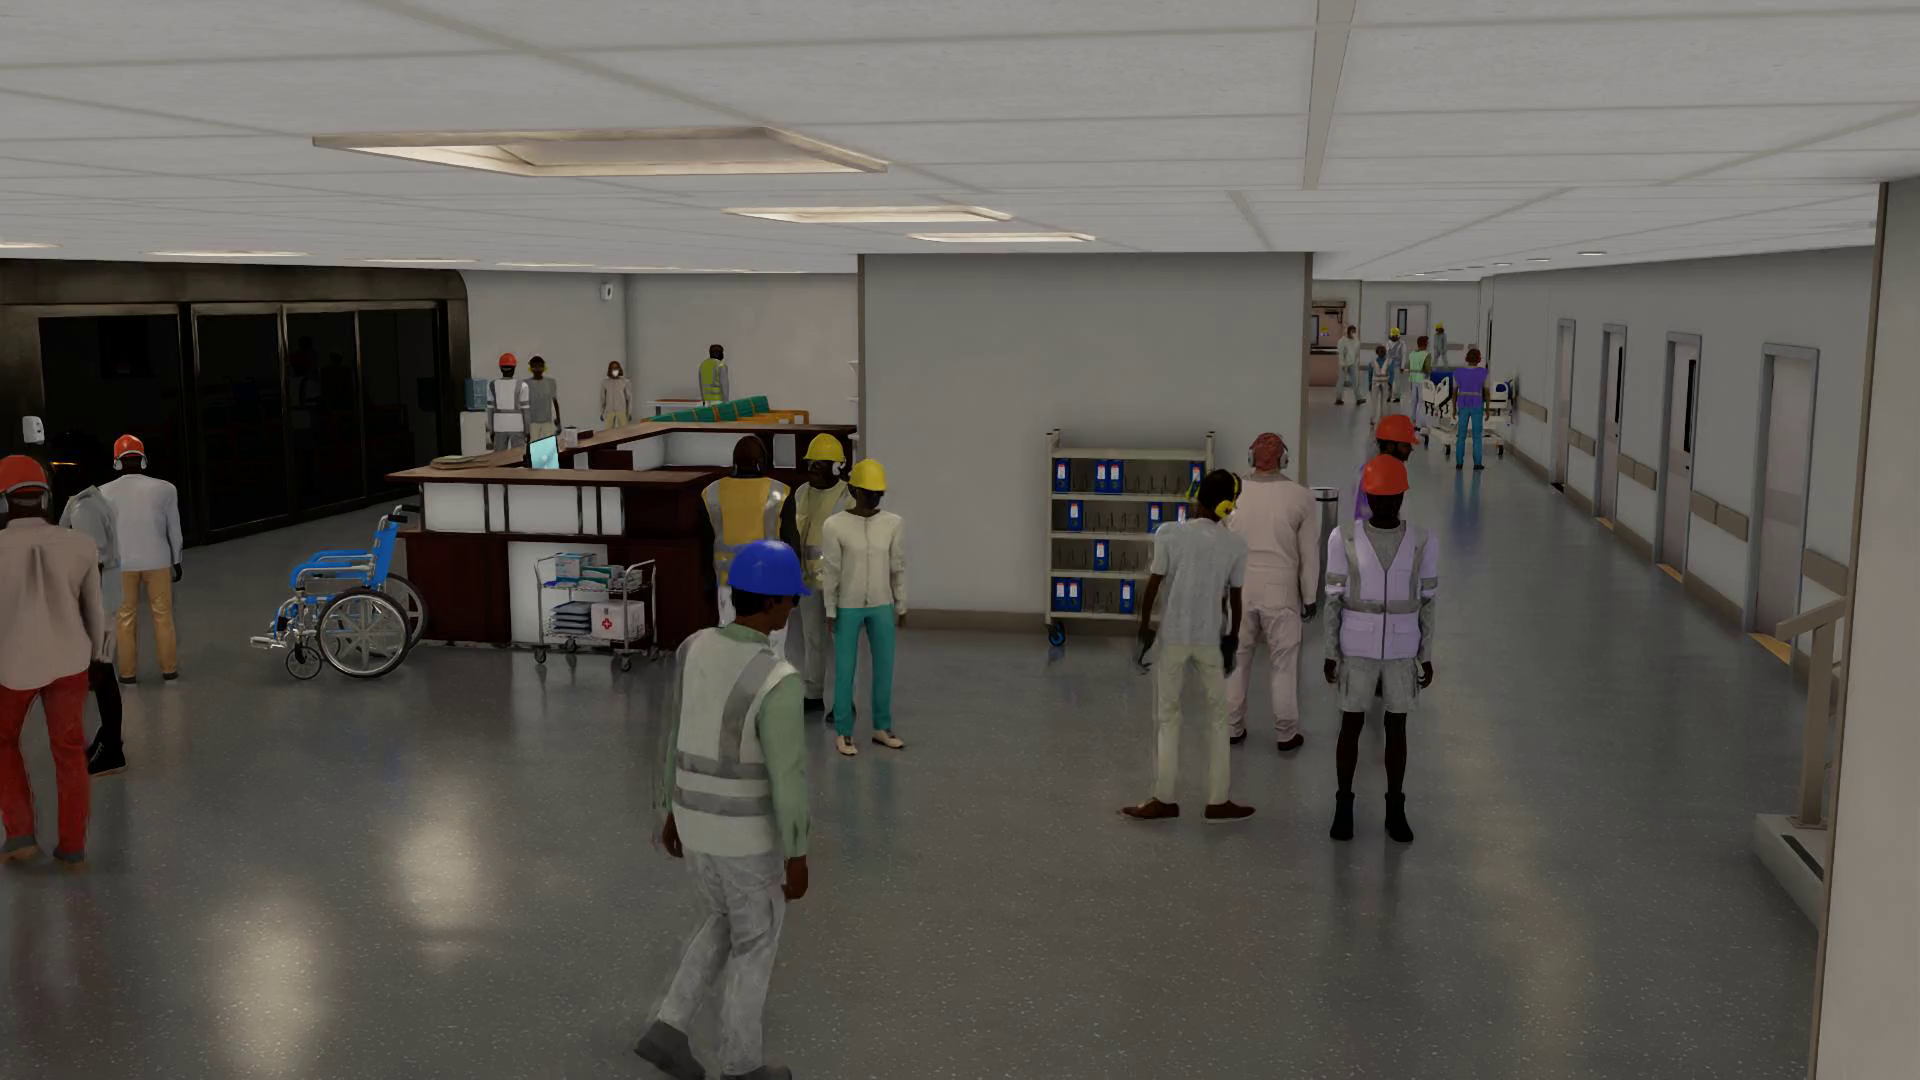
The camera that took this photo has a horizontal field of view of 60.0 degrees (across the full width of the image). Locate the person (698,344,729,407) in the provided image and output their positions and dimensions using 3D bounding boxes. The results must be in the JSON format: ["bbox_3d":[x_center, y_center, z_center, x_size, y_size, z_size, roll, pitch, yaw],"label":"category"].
[{"bbox_3d":[-4.041,-2.325,27.576,0.633,1.839,0.429,7,11,40],"label":"person"}]

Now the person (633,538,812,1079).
[{"bbox_3d":[-0.741,0.951,5.549,0.543,1.923,0.651,-8,11,-42],"label":"person"}]

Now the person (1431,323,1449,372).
[{"bbox_3d":[15.055,-5.942,52.084,0.947,1.687,0.494,-7,11,-38],"label":"person"}]

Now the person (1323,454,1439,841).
[{"bbox_3d":[2.084,0.537,8.261,0.551,1.937,0.357,1,9,6],"label":"person"}]

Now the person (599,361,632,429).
[{"bbox_3d":[-5.361,-1.973,25.919,0.508,1.632,0.273,0,9,0],"label":"person"}]

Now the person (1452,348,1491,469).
[{"bbox_3d":[7.780,-1.991,25.336,0.569,1.845,0.385,4,10,26],"label":"person"}]

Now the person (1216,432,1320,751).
[{"bbox_3d":[1.832,0.303,9.959,0.650,1.899,0.398,4,10,26],"label":"person"}]

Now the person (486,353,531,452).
[{"bbox_3d":[-5.803,-1.443,21.442,0.546,1.928,0.388,0,9,1],"label":"person"}]

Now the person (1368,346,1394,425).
[{"bbox_3d":[8.468,-3.096,33.501,0.514,1.597,0.831,3,9,18],"label":"person"}]

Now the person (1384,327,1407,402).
[{"bbox_3d":[10.551,-4.253,40.438,0.403,1.824,0.592,-8,12,-42],"label":"person"}]

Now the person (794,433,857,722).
[{"bbox_3d":[-0.860,0.237,10.587,0.591,1.837,0.403,6,11,35],"label":"person"}]

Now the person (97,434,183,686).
[{"bbox_3d":[-5.697,0.139,11.541,0.564,1.743,0.351,-4,10,-27],"label":"person"}]

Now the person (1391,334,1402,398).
[{"bbox_3d":[10.941,-4.378,41.861,0.307,1.641,0.513,-3,9,-17],"label":"person"}]

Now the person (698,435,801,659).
[{"bbox_3d":[-1.297,0.265,10.387,0.634,1.841,0.429,1,9,6],"label":"person"}]

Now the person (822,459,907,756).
[{"bbox_3d":[-0.555,0.394,9.812,0.527,1.758,0.348,-4,9,-24],"label":"person"}]

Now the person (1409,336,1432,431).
[{"bbox_3d":[8.896,-3.021,32.172,0.389,1.846,0.567,-5,10,-28],"label":"person"}]

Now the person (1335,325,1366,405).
[{"bbox_3d":[9.236,-4.121,39.330,0.639,1.888,0.997,-3,9,-21],"label":"person"}]

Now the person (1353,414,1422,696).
[{"bbox_3d":[2.830,0.113,11.157,0.607,1.914,0.557,2,9,12],"label":"person"}]

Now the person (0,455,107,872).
[{"bbox_3d":[-4.364,0.580,7.856,0.643,1.969,0.610,-8,12,-44],"label":"person"}]

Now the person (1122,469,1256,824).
[{"bbox_3d":[1.162,0.550,8.559,0.679,1.831,0.334,-1,9,-6],"label":"person"}]

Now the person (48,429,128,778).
[{"bbox_3d":[-4.922,0.352,9.386,0.367,1.966,0.607,-4,10,-27],"label":"person"}]

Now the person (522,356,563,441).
[{"bbox_3d":[-5.712,-1.591,22.696,0.576,1.843,0.449,-3,9,-20],"label":"person"}]
